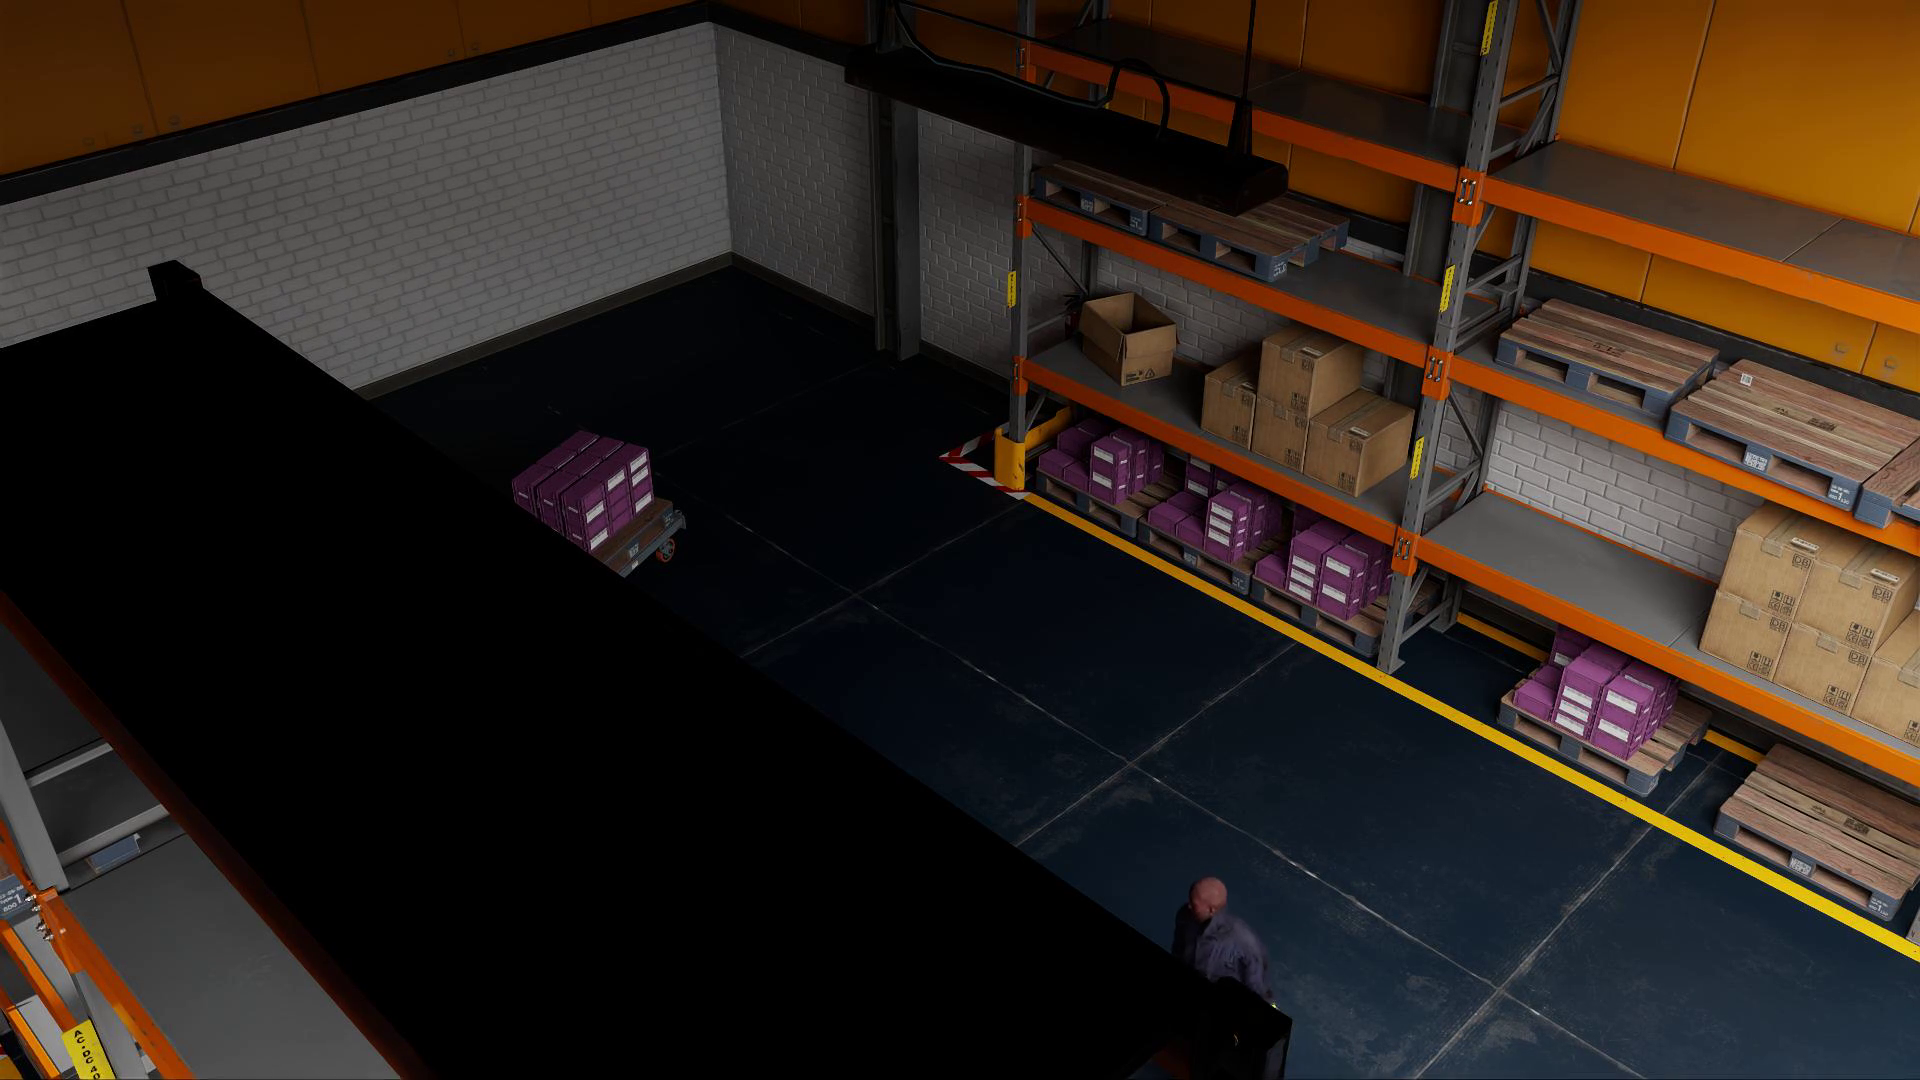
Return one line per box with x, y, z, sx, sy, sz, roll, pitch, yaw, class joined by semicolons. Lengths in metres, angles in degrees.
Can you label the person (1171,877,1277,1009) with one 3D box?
1.491;2.535;9.166;0.668;1.790;0.985;17;37;24;person
